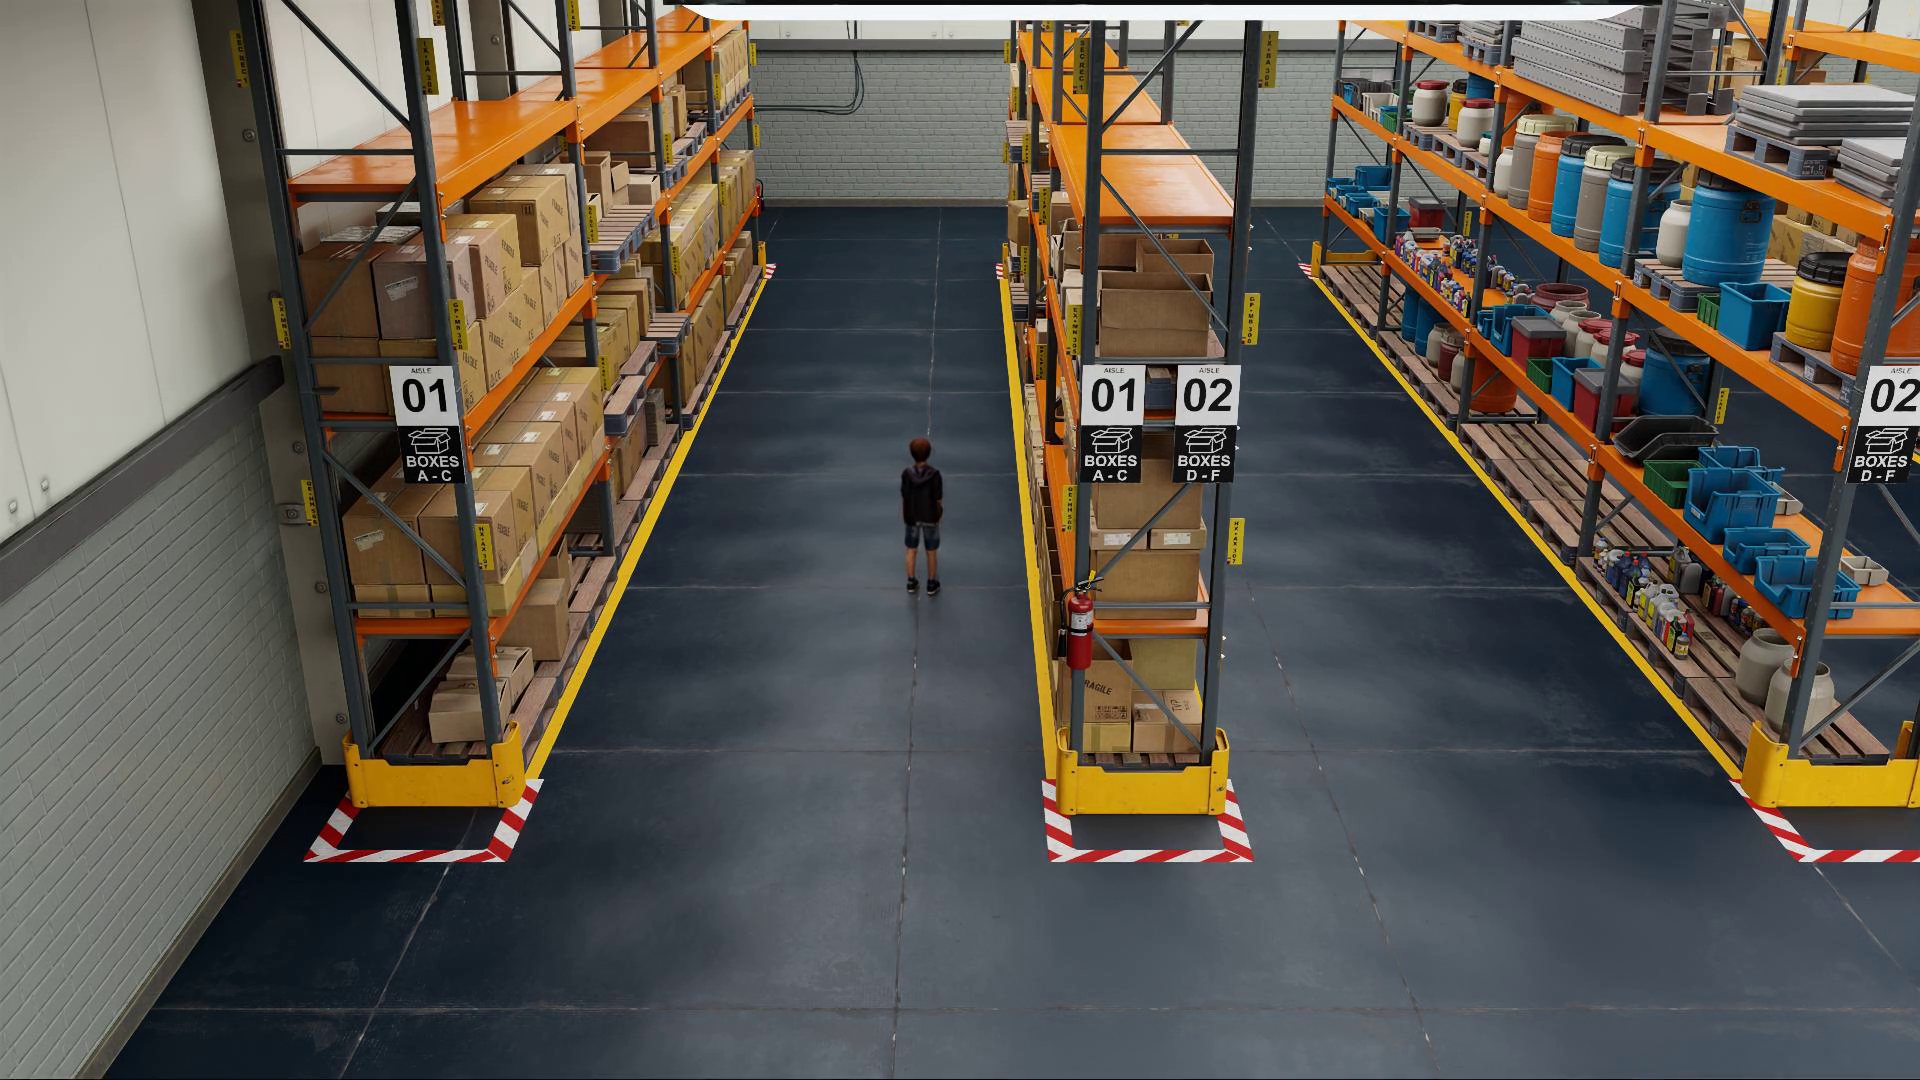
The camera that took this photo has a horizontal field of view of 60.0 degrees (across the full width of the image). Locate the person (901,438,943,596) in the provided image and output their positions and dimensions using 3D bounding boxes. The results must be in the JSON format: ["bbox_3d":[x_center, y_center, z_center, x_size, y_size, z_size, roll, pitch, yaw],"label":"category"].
[{"bbox_3d":[-0.339,-0.218,14.814,0.579,1.448,0.578,5,23,12],"label":"person"}]
